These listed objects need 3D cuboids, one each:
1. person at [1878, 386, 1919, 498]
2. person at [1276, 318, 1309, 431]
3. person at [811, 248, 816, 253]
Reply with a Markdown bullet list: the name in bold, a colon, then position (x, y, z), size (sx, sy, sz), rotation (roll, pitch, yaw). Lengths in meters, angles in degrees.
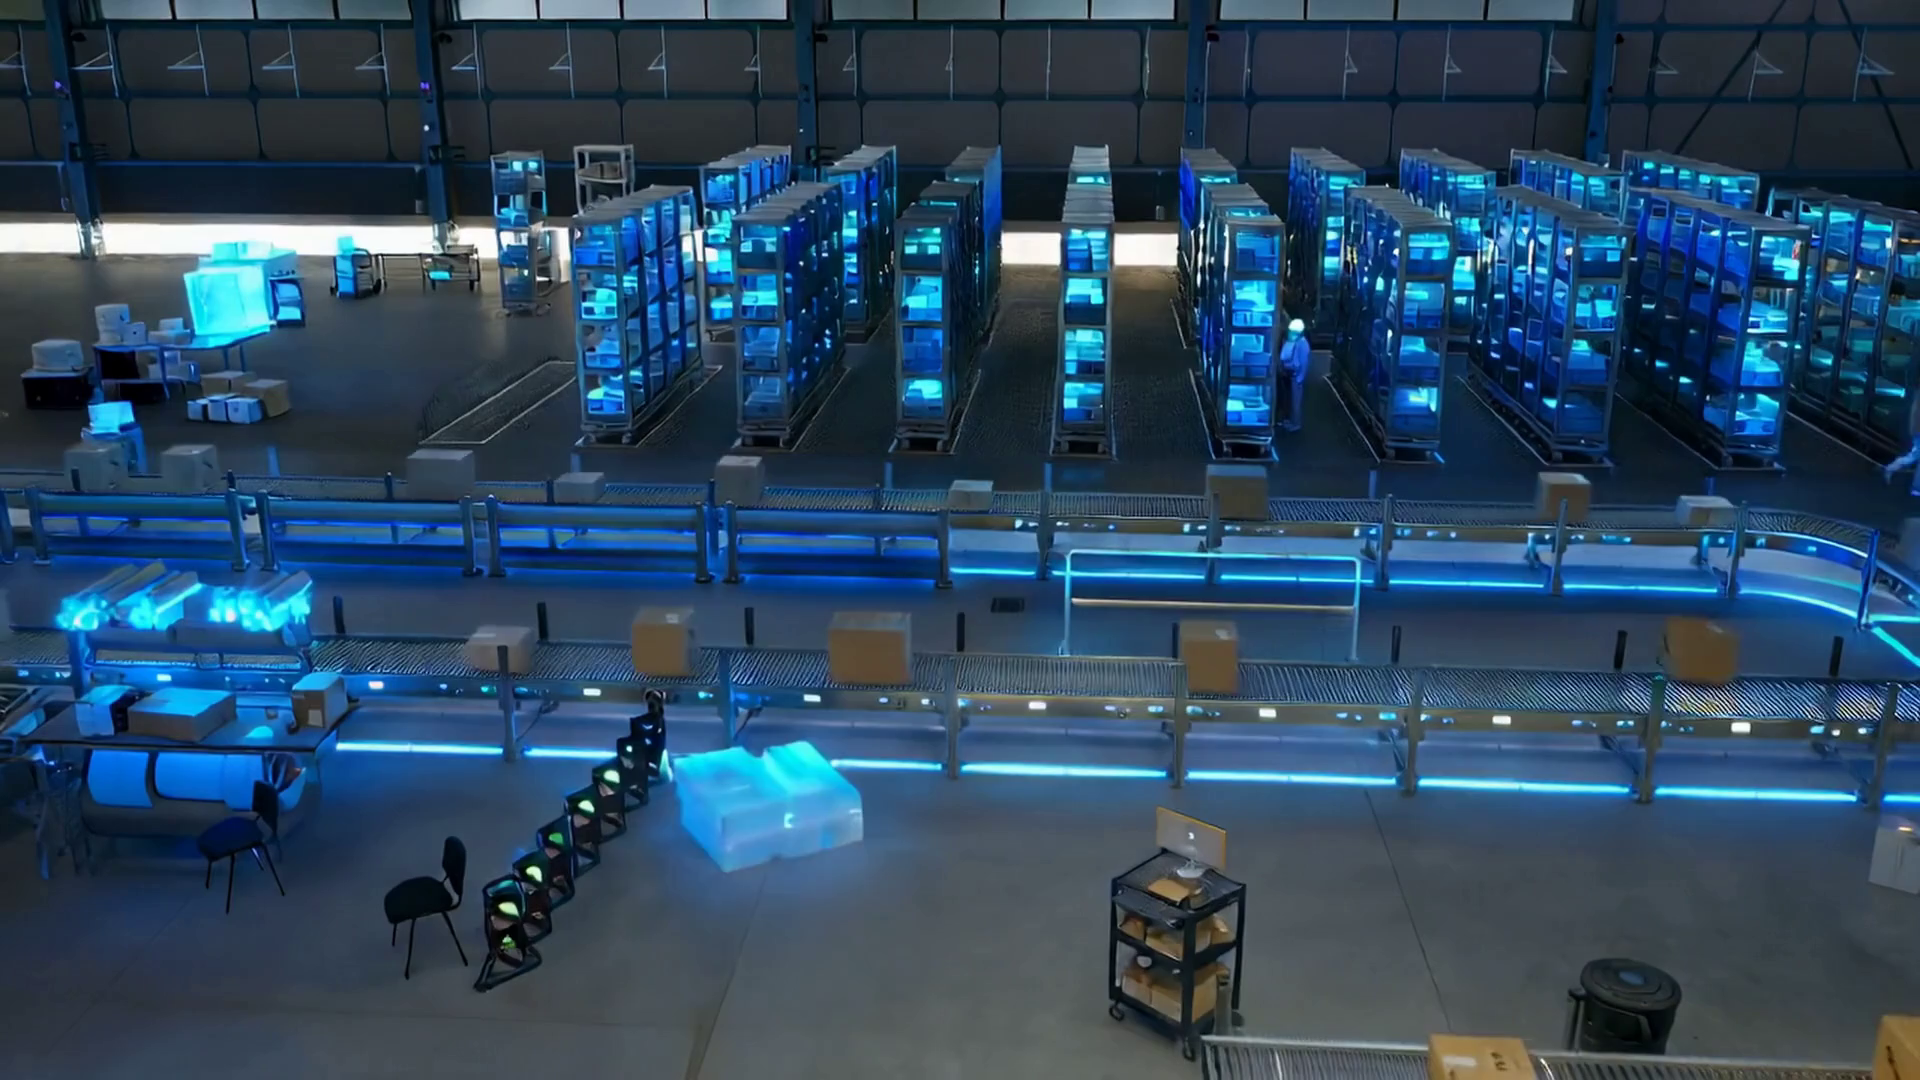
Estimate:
- **person**: position (13.425, -1.563, 23.292), size (0.670, 1.969, 0.621), rotation (6, 19, 19)
- **person**: position (5.432, -2.708, 27.145), size (0.404, 1.836, 0.600), rotation (-5, 18, -15)
- **person**: position (-3.500, -6.717, 39.861), size (0.375, 1.837, 0.570), rotation (-2, 18, -6)
